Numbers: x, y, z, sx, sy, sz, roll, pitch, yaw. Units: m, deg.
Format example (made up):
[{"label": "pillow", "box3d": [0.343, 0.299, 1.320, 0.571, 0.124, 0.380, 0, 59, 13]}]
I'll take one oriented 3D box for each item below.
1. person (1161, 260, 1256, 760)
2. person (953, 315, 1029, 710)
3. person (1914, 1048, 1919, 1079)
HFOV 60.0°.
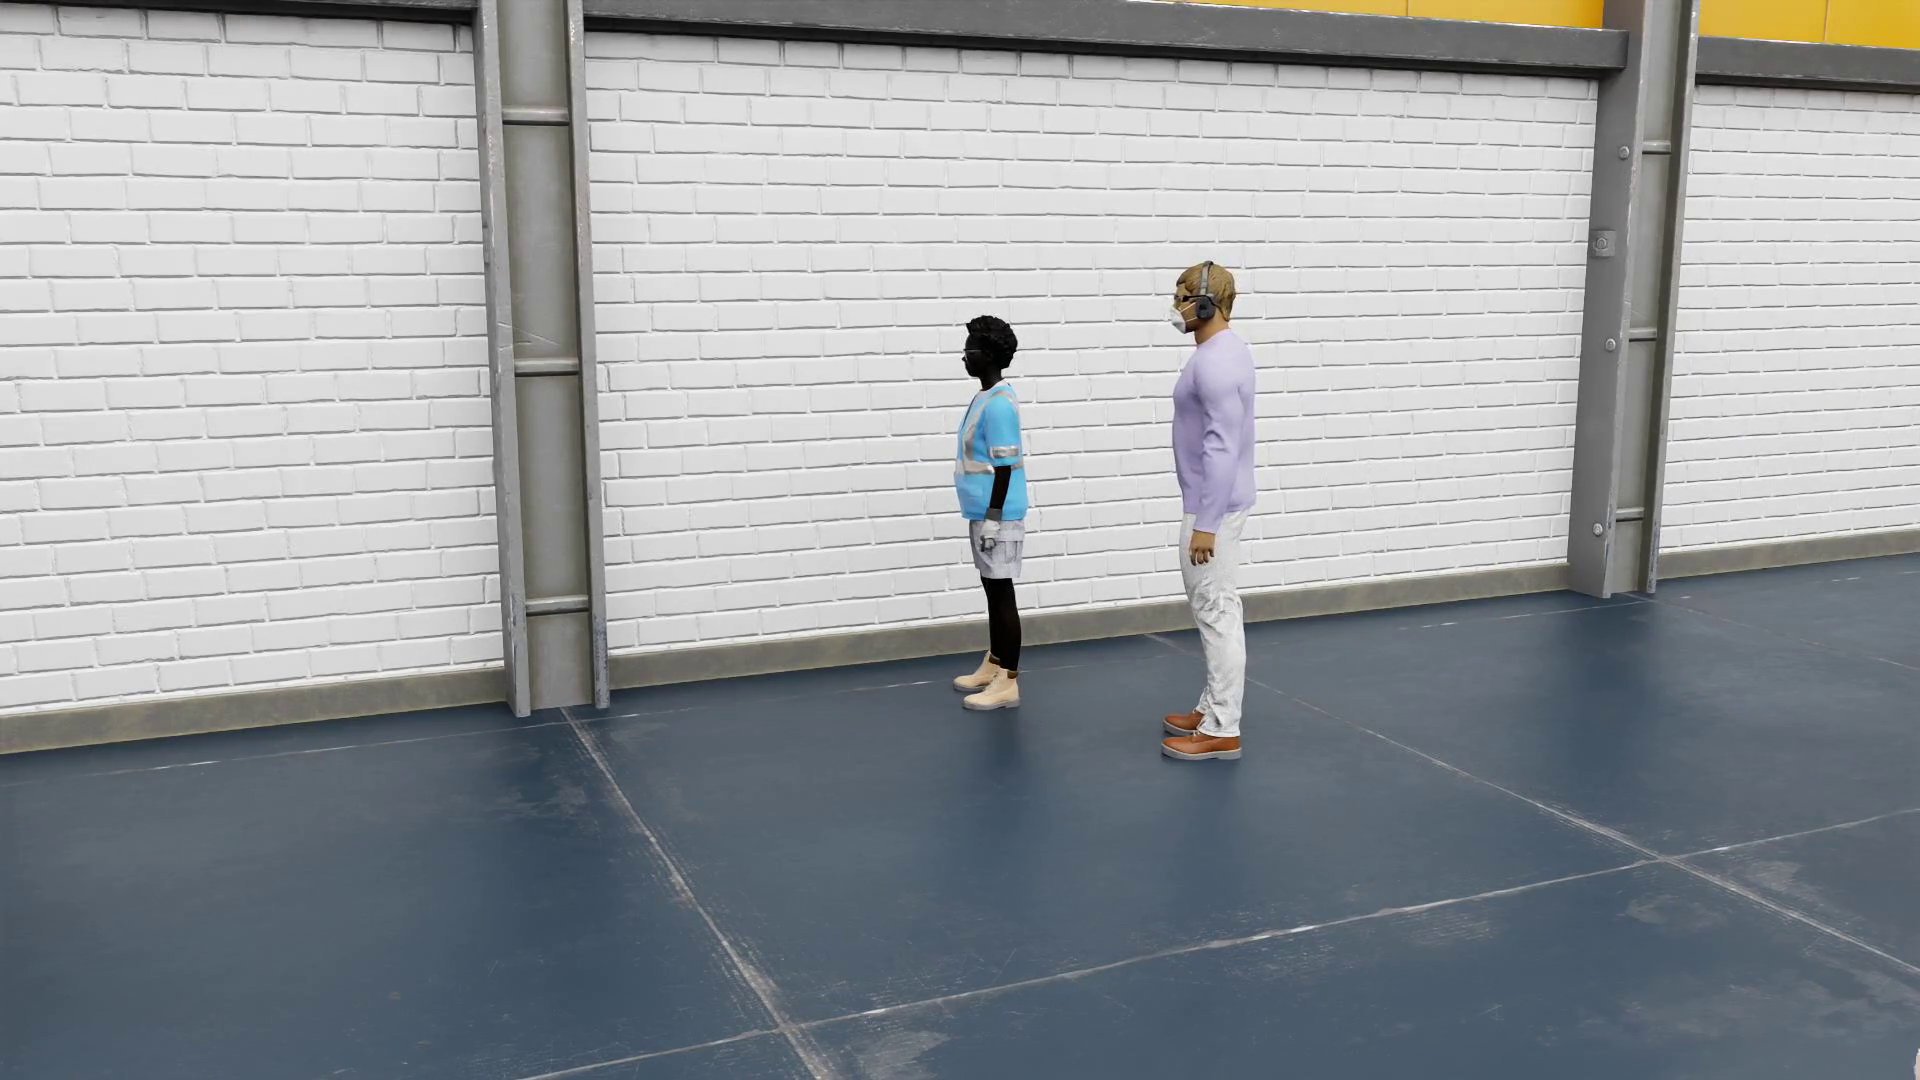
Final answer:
[{"label": "person", "box3d": [0.977, -0.111, 6.492, 0.353, 1.937, 0.635, 2, 10, 10]}, {"label": "person", "box3d": [0.133, -0.119, 7.203, 0.319, 1.697, 0.532, -1, 10, -5]}, {"label": "person", "box3d": [1.330, 0.768, 1.953, 0.488, 1.826, 0.649, 0, 10, -2]}]
